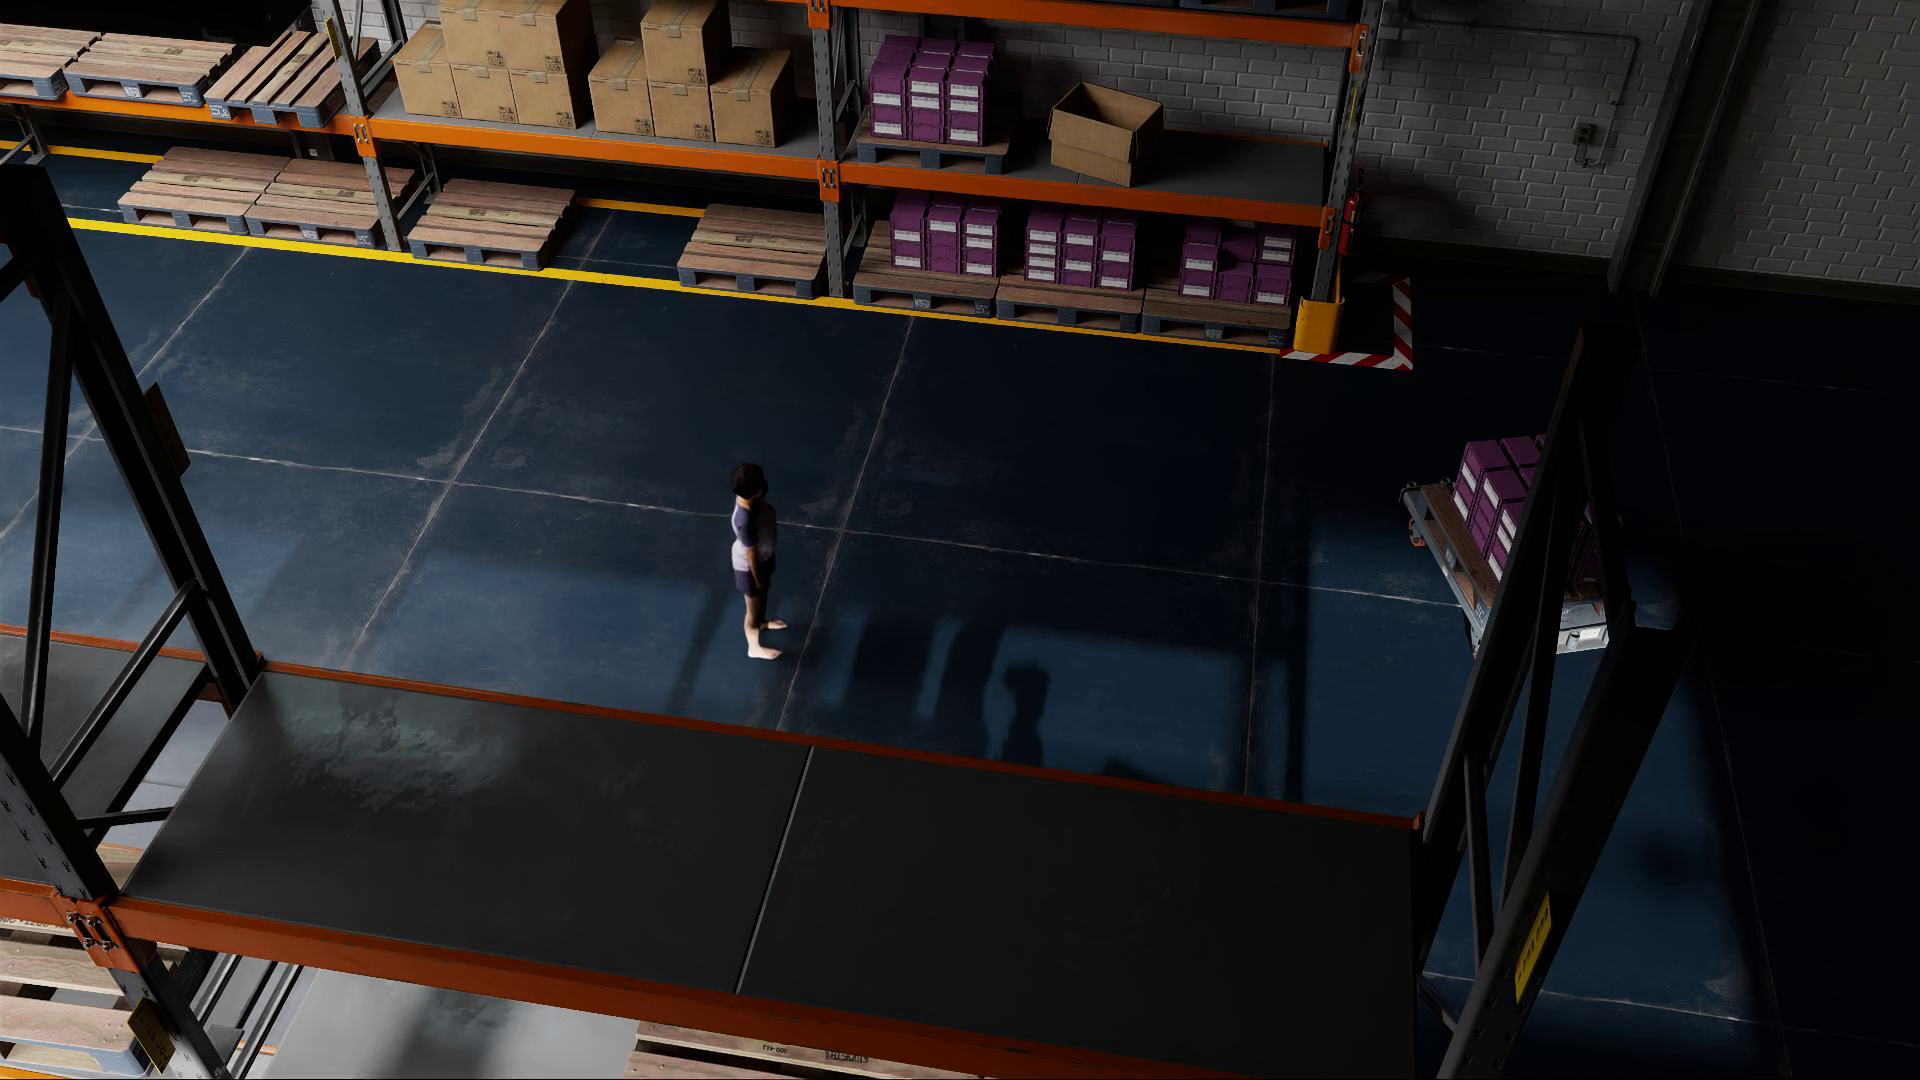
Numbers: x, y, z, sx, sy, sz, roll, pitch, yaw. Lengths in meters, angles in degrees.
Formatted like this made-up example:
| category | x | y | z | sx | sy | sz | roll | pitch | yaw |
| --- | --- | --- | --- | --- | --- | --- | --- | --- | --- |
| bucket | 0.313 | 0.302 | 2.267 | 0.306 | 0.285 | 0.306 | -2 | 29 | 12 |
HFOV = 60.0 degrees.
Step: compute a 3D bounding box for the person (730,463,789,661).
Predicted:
| category | x | y | z | sx | sy | sz | roll | pitch | yaw |
| --- | --- | --- | --- | --- | --- | --- | --- | --- | --- |
| person | -1.332 | 0.113 | 10.750 | 0.565 | 1.565 | 0.585 | 0 | 44 | 0 |
